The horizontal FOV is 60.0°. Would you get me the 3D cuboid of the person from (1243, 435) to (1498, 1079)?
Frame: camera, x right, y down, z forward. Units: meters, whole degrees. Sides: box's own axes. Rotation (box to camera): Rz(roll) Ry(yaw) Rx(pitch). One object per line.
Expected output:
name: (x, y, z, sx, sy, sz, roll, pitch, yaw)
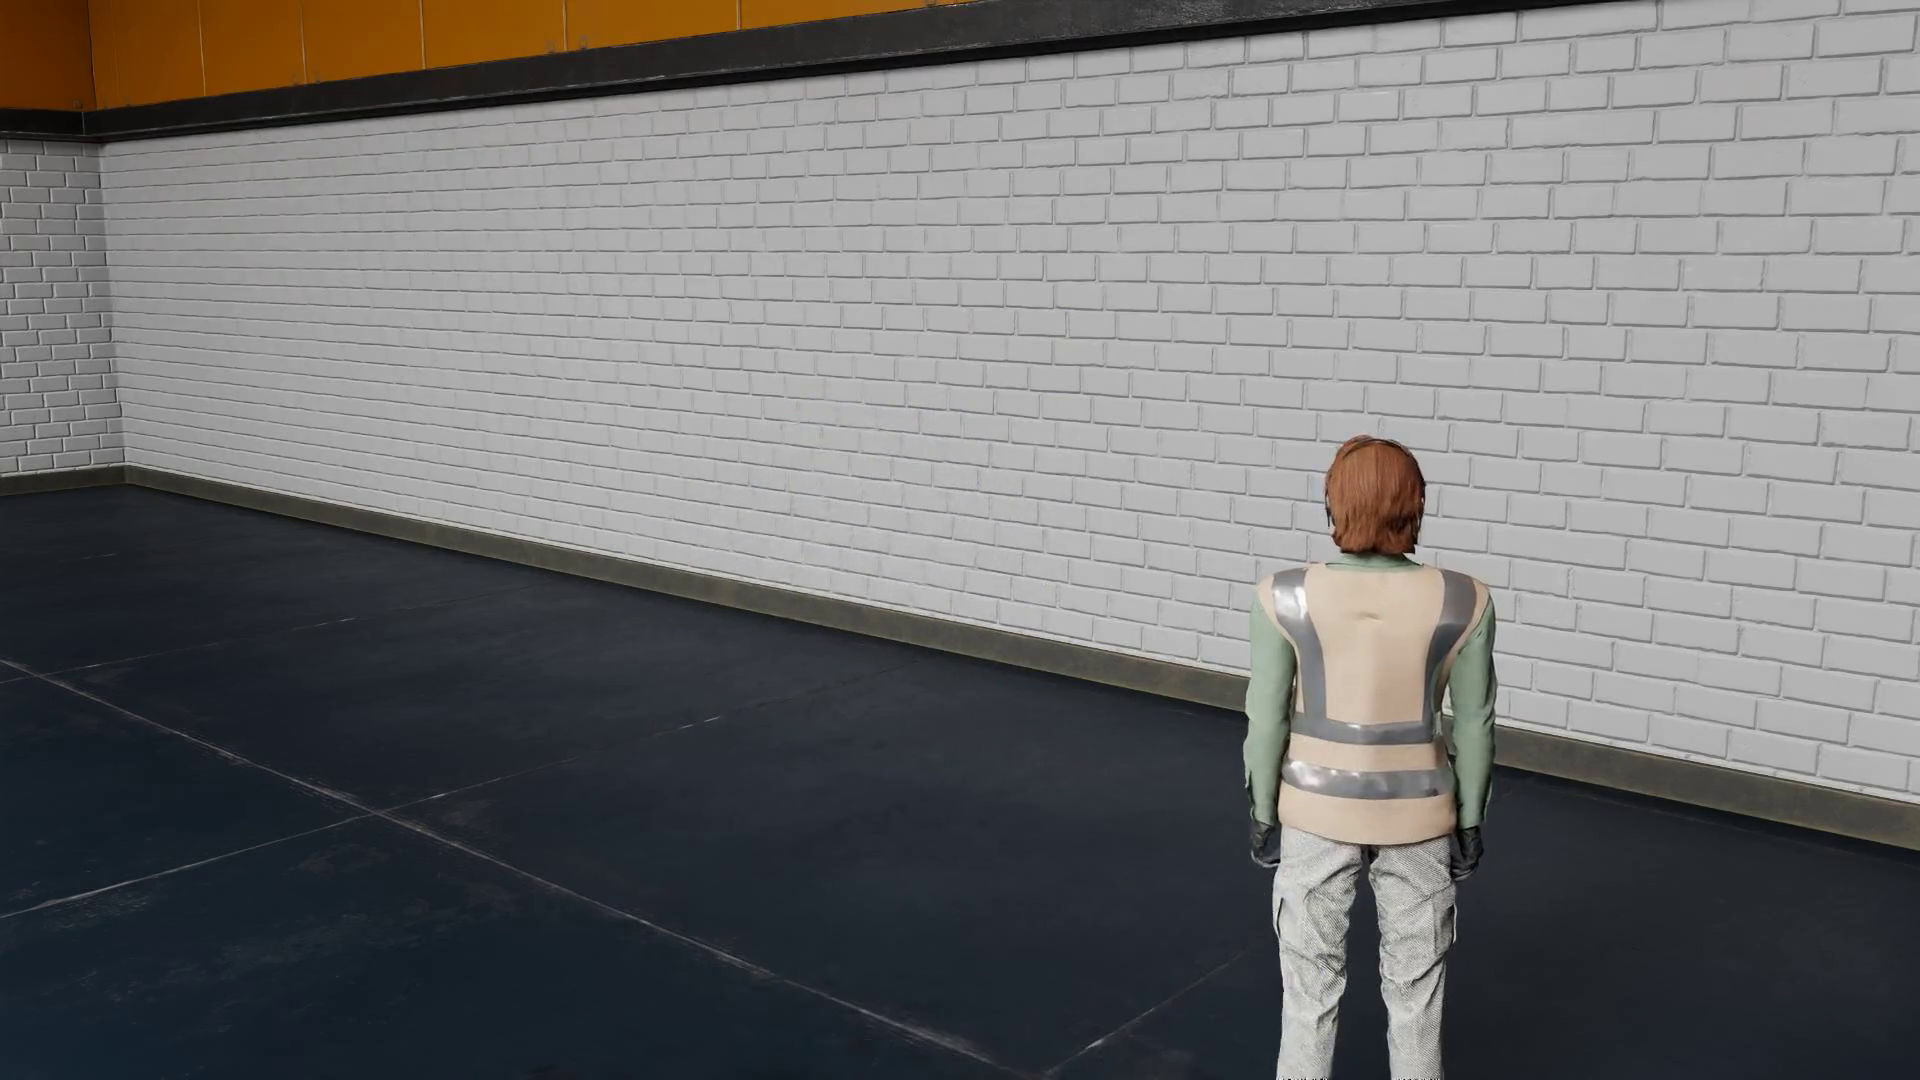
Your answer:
person: (0.855, 0.604, 3.516, 0.521, 1.638, 0.349, 1, 10, 8)
